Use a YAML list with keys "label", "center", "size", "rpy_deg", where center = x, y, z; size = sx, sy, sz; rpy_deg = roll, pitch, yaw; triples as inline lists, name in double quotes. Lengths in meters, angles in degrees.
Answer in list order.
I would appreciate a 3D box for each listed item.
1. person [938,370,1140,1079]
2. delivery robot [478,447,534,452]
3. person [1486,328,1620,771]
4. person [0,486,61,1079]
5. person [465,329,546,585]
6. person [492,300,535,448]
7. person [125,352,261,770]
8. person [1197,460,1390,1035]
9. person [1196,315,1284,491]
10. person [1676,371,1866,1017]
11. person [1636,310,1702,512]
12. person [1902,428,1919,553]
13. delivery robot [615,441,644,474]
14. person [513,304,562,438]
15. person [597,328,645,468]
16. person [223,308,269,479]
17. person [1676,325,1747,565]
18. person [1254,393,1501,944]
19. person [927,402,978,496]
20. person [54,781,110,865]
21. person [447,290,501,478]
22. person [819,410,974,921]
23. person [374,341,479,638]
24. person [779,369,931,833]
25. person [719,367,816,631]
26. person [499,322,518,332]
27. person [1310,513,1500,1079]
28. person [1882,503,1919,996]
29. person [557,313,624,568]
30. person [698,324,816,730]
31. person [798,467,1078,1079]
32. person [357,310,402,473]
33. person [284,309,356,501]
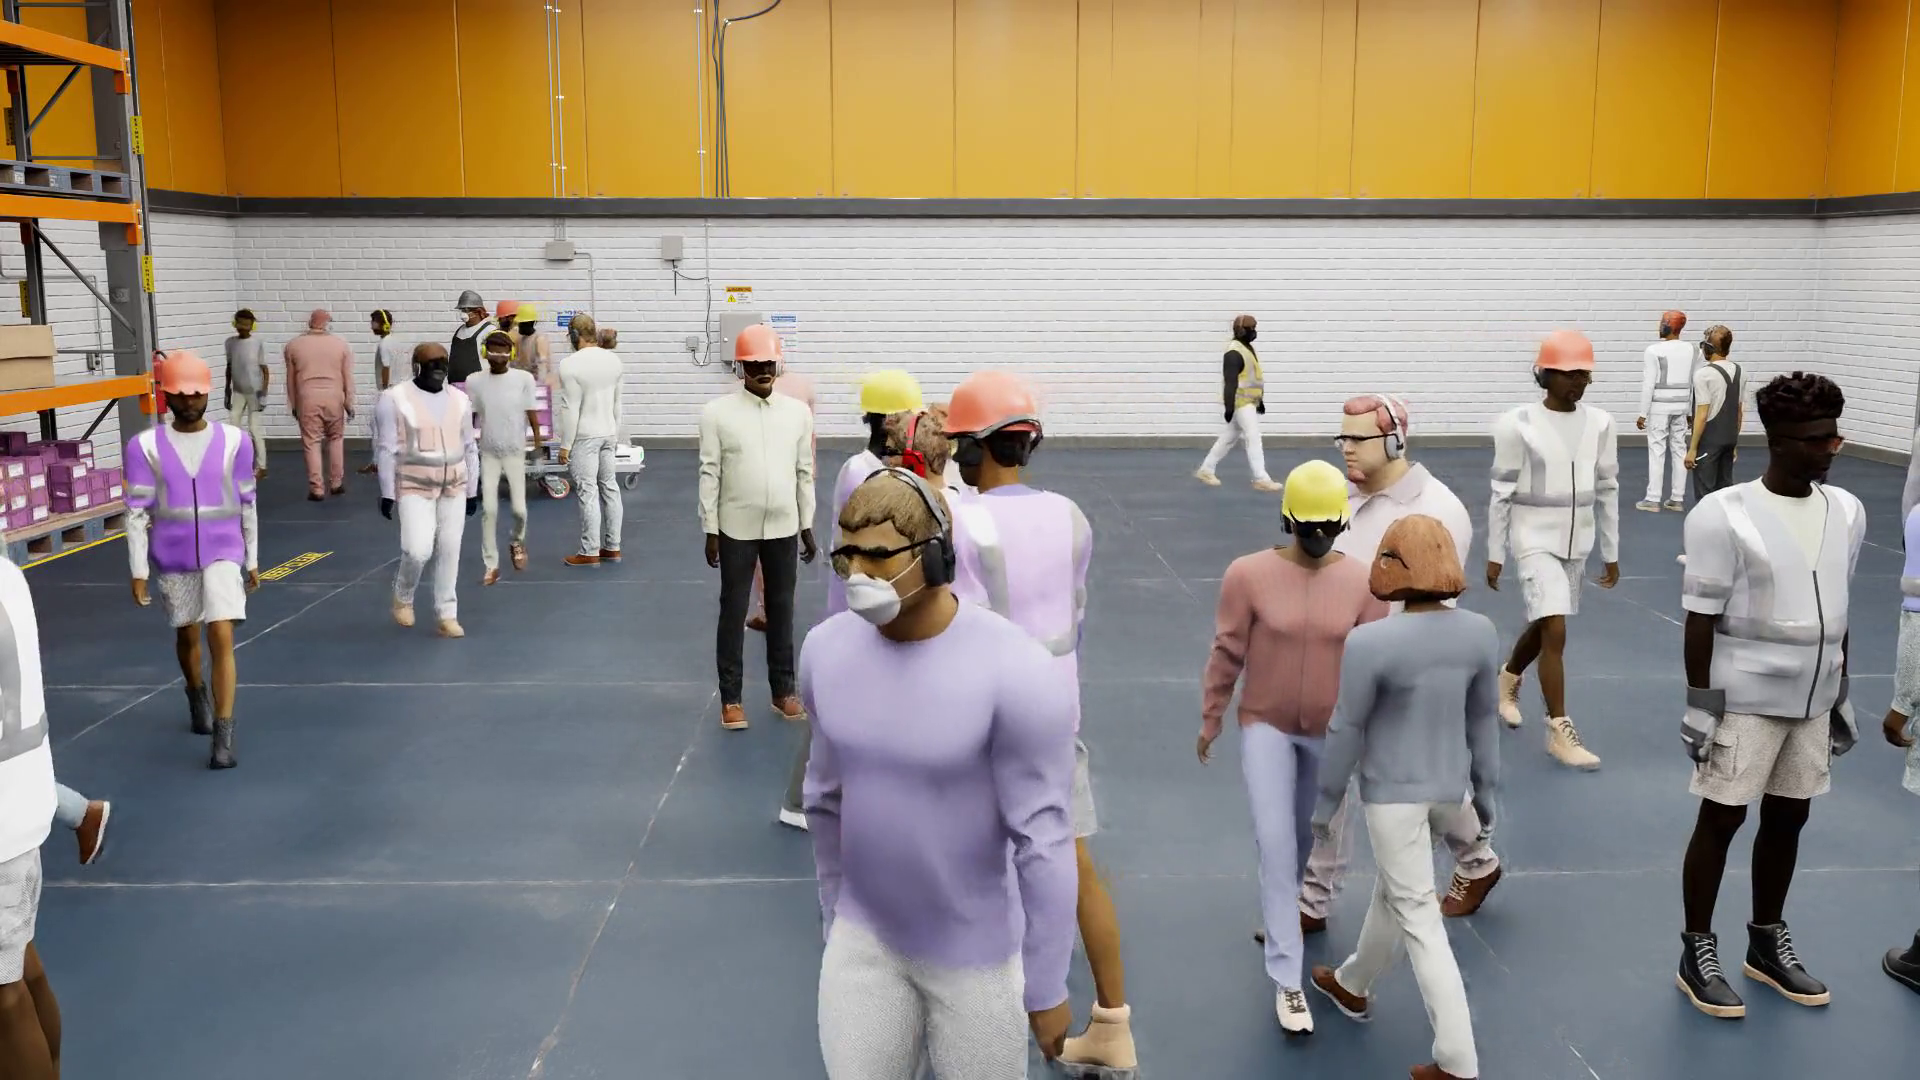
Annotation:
- label: "person"
  center: [0.154, 0.511, 4.778]
  size: [0.619, 1.978, 1.072]
  rpy_deg: [-8, 12, -40]
- label: "delivery robot"
  center: [-4.893, -0.935, 17.703]
  size: [0.707, 0.478, 0.477]
  rpy_deg: [-3, 10, -15]
- label: "person"
  center: [2.773, -0.004, 7.868]
  size: [0.620, 2.007, 1.017]
  rpy_deg: [-2, 10, -14]
- label: "person"
  center: [-2.312, 0.674, 3.884]
  size: [0.354, 1.942, 0.545]
  rpy_deg: [-4, 10, -22]
- label: "person"
  center: [-3.296, -0.603, 12.018]
  size: [0.625, 1.846, 0.529]
  rpy_deg: [-1, 9, -8]
- label: "person"
  center: [-5.238, -1.846, 19.436]
  size: [0.566, 1.906, 0.544]
  rpy_deg: [-1, 9, -6]
- label: "person"
  center: [-3.591, 0.060, 7.815]
  size: [0.559, 1.895, 0.977]
  rpy_deg: [-4, 10, -24]
- label: "person"
  center: [1.041, 0.579, 5.189]
  size: [0.563, 1.705, 0.936]
  rpy_deg: [0, 9, -1]
- label: "person"
  center: [2.876, -1.423, 17.164]
  size: [0.932, 1.809, 0.617]
  rpy_deg: [3, 10, 20]
- label: "person"
  center: [2.476, 0.467, 5.075]
  size: [0.614, 1.964, 0.361]
  rpy_deg: [-3, 10, -15]
- label: "person"
  center: [6.616, -1.201, 15.552]
  size: [0.584, 1.882, 0.345]
  rpy_deg: [-2, 9, -11]
- label: "person"
  center: [5.325, -0.053, 8.765]
  size: [0.654, 1.804, 0.853]
  rpy_deg: [4, 10, 26]
- label: "delivery robot"
  center: [-3.623, -0.847, 17.163]
  size: [0.707, 0.478, 0.477]
  rpy_deg: [-2, 9, -13]
- label: "person"
  center: [-4.858, -1.748, 18.965]
  size: [0.611, 1.859, 0.948]
  rpy_deg: [9, 13, 44]
- label: "person"
  center: [-4.044, -1.591, 18.806]
  size: [0.816, 1.602, 0.510]
  rpy_deg: [2, 9, 9]
- label: "person"
  center: [-7.716, -1.570, 17.953]
  size: [0.548, 1.853, 0.368]
  rpy_deg: [1, 9, 9]
- label: "person"
  center: [5.732, -0.709, 12.660]
  size: [0.514, 1.844, 0.327]
  rpy_deg: [-5, 10, -27]
- label: "person"
  center: [1.484, 0.427, 5.651]
  size: [0.947, 1.866, 0.640]
  rpy_deg: [-6, 11, -34]
- label: "person"
  center: [-0.155, 0.063, 8.709]
  size: [0.514, 1.598, 0.651]
  rpy_deg: [-9, 13, -43]
- label: "person"
  center: [-3.527, 0.486, 6.059]
  size: [0.627, 1.614, 0.499]
  rpy_deg: [-3, 10, -18]
- label: "person"
  center: [-5.235, -1.654, 17.853]
  size: [0.689, 2.000, 0.539]
  rpy_deg: [6, 11, 33]
- label: "person"
  center: [-0.031, 0.467, 5.560]
  size: [0.860, 1.815, 0.579]
  rpy_deg: [5, 10, 27]
- label: "person"
  center: [-3.261, -0.306, 10.237]
  size: [0.652, 1.829, 0.478]
  rpy_deg: [-9, 13, -44]
- label: "person"
  center: [-0.272, 0.271, 6.565]
  size: [1.010, 1.873, 0.594]
  rpy_deg: [2, 9, 12]
- label: "person"
  center: [-1.259, -0.371, 10.424]
  size: [0.672, 1.891, 0.508]
  rpy_deg: [-8, 12, -41]
- label: "person"
  center: [-5.359, -1.786, 19.609]
  size: [0.550, 1.742, 0.630]
  rpy_deg: [3, 10, 18]
- label: "person"
  center: [1.253, 0.714, 4.714]
  size: [0.515, 1.582, 0.847]
  rpy_deg: [-4, 10, -24]
- label: "person"
  center: [3.162, 0.467, 5.162]
  size: [0.550, 1.935, 0.376]
  rpy_deg: [1, 9, 8]
- label: "person"
  center: [-2.819, -0.754, 12.666]
  size: [0.371, 1.934, 0.627]
  rpy_deg: [5, 11, 30]
- label: "person"
  center: [-0.996, -0.067, 8.261]
  size: [0.609, 1.995, 0.376]
  rpy_deg: [-5, 10, -27]
- label: "person"
  center: [0.002, 0.781, 3.362]
  size: [0.636, 1.912, 0.826]
  rpy_deg: [7, 11, 36]
- label: "person"
  center: [-6.302, -1.633, 18.387]
  size: [0.778, 1.826, 0.540]
  rpy_deg: [1, 9, 3]
- label: "person"
  center: [-6.307, -1.337, 16.455]
  size: [0.628, 1.860, 0.810]
  rpy_deg: [-4, 10, -22]
